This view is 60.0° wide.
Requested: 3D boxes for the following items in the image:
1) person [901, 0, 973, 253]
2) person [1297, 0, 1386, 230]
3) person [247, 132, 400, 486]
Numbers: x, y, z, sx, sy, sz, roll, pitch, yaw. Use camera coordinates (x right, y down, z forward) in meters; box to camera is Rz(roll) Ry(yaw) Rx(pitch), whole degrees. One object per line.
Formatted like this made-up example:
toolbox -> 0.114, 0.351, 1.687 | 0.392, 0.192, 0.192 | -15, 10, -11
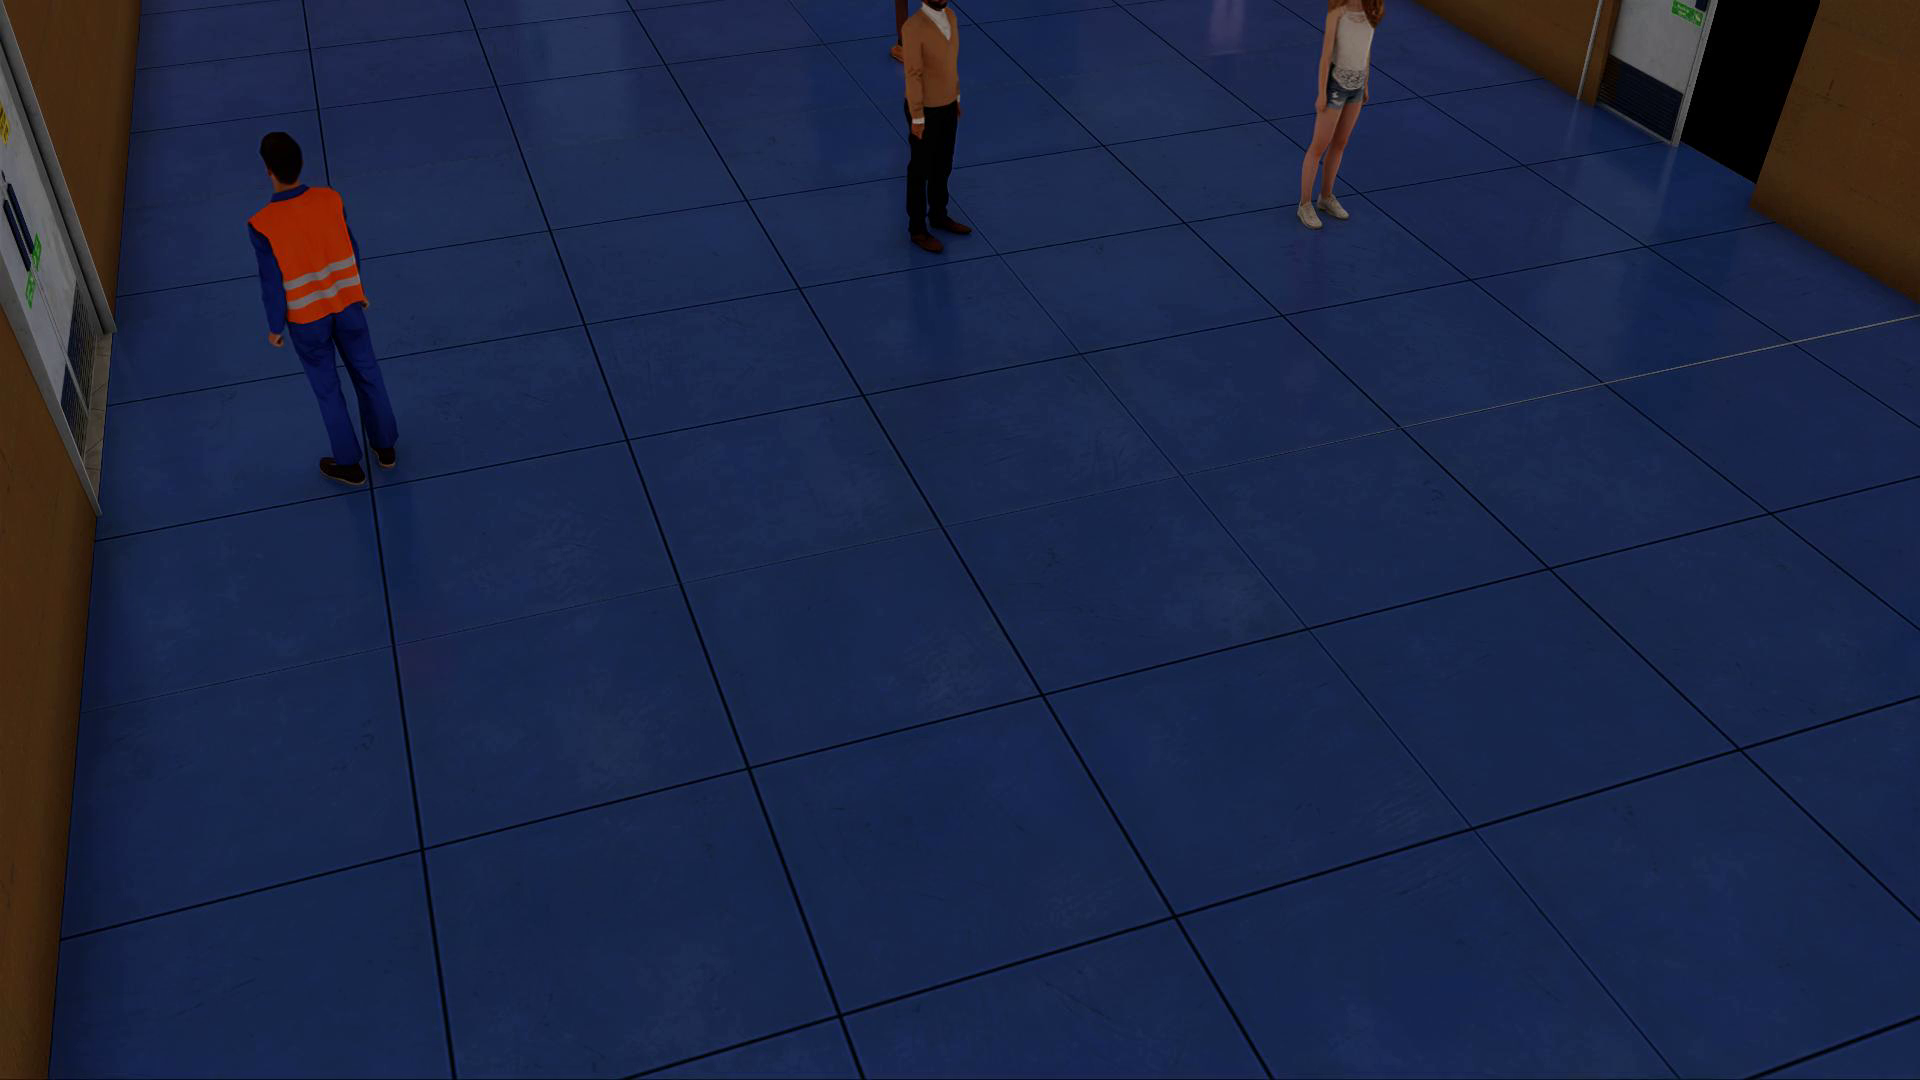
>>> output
person -> -0.173, -2.704, 10.405 | 0.819, 1.755, 0.732 | 21, 42, 26
person -> 2.425, -2.877, 10.633 | 0.510, 1.758, 0.681 | -21, 42, -25
person -> -3.148, -1.127, 8.214 | 0.847, 1.863, 0.721 | 28, 45, 32
